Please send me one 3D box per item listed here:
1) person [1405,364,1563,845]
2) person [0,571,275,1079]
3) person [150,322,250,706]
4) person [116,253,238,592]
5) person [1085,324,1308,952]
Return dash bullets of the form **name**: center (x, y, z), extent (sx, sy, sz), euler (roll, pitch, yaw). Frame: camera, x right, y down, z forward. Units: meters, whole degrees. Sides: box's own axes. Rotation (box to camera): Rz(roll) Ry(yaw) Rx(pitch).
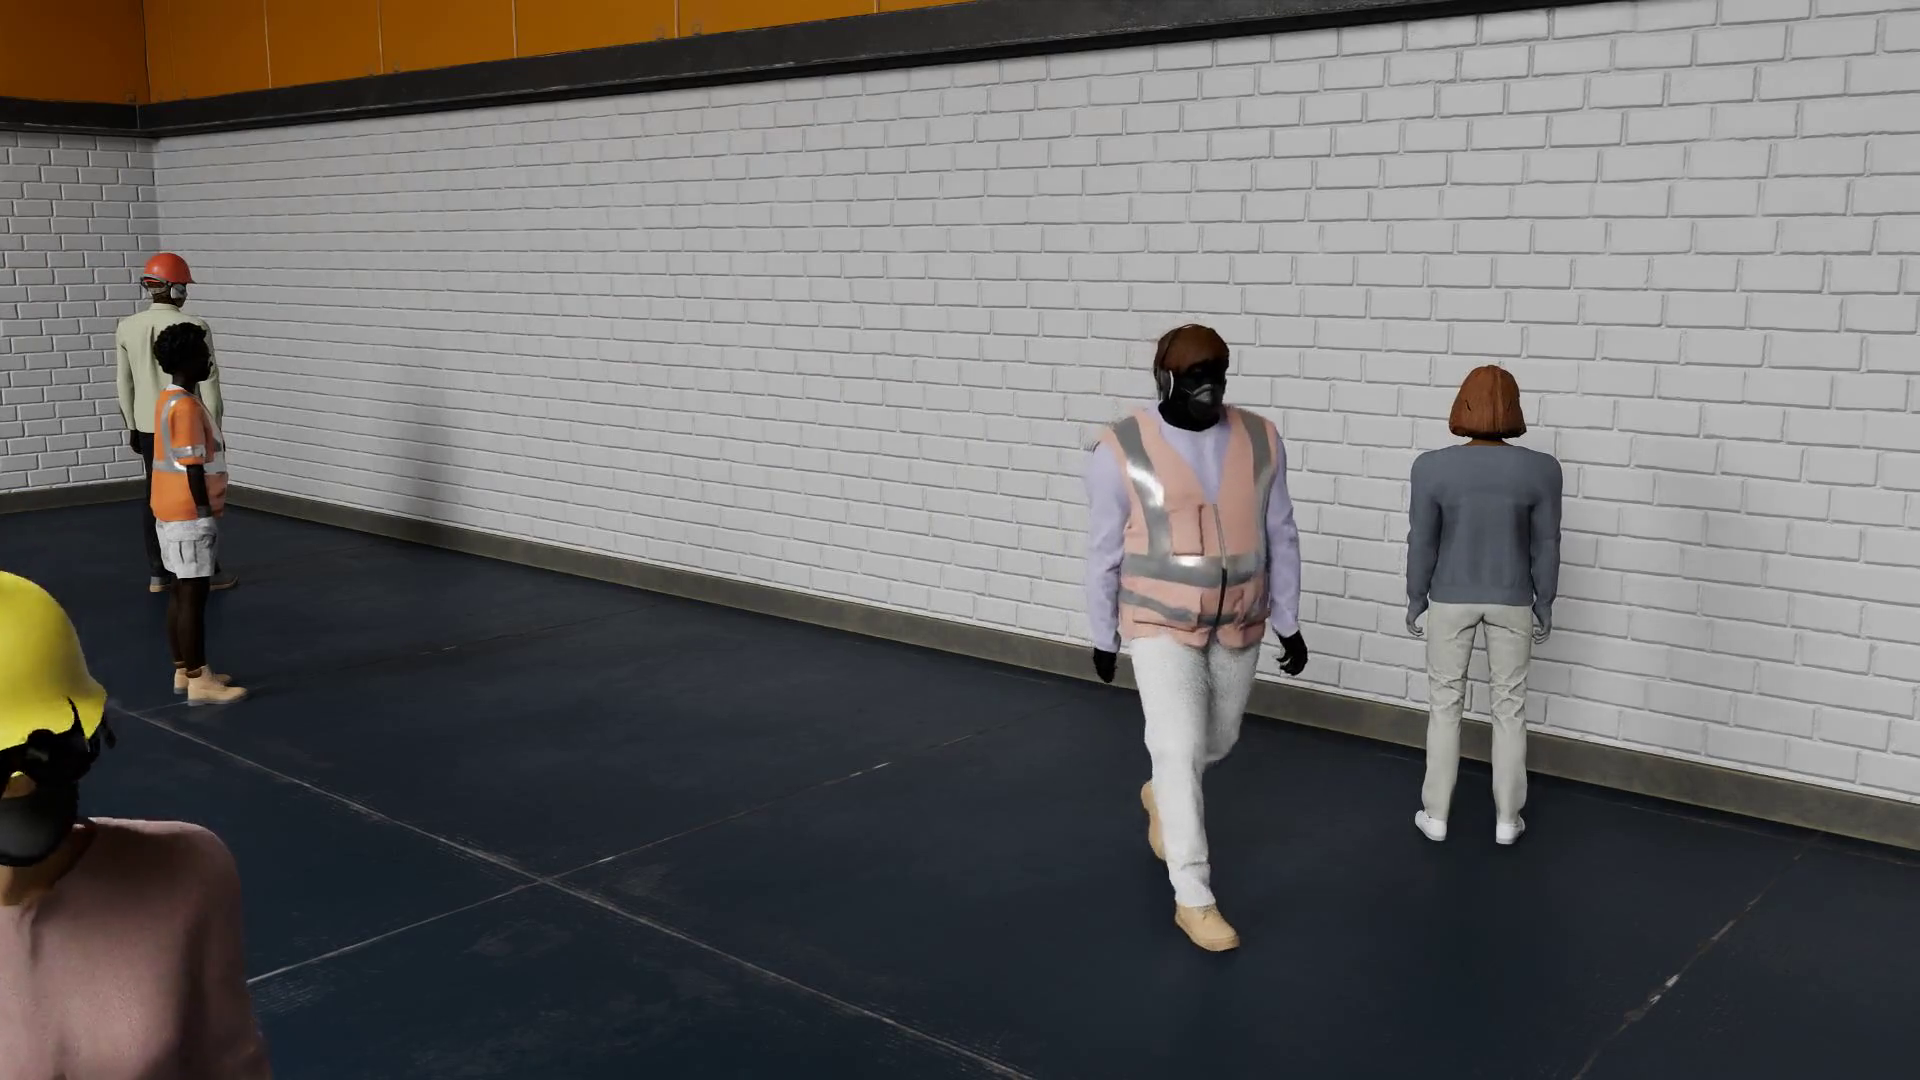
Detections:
- **person**: center (1.764, 0.225, 5.649), extent (0.500, 1.636, 0.281), euler (2, 10, 12)
- **person**: center (-0.982, 0.862, 1.770), extent (0.508, 1.734, 0.578), euler (6, 12, 31)
- **person**: center (-3.427, -0.117, 7.422), extent (0.322, 1.697, 0.533), euler (-6, 12, -32)
- **person**: center (-4.616, -0.683, 9.798), extent (0.621, 1.992, 0.397), euler (2, 10, 9)
- **person**: center (0.684, 0.240, 5.096), extent (0.633, 1.815, 0.887), euler (-3, 10, -16)
